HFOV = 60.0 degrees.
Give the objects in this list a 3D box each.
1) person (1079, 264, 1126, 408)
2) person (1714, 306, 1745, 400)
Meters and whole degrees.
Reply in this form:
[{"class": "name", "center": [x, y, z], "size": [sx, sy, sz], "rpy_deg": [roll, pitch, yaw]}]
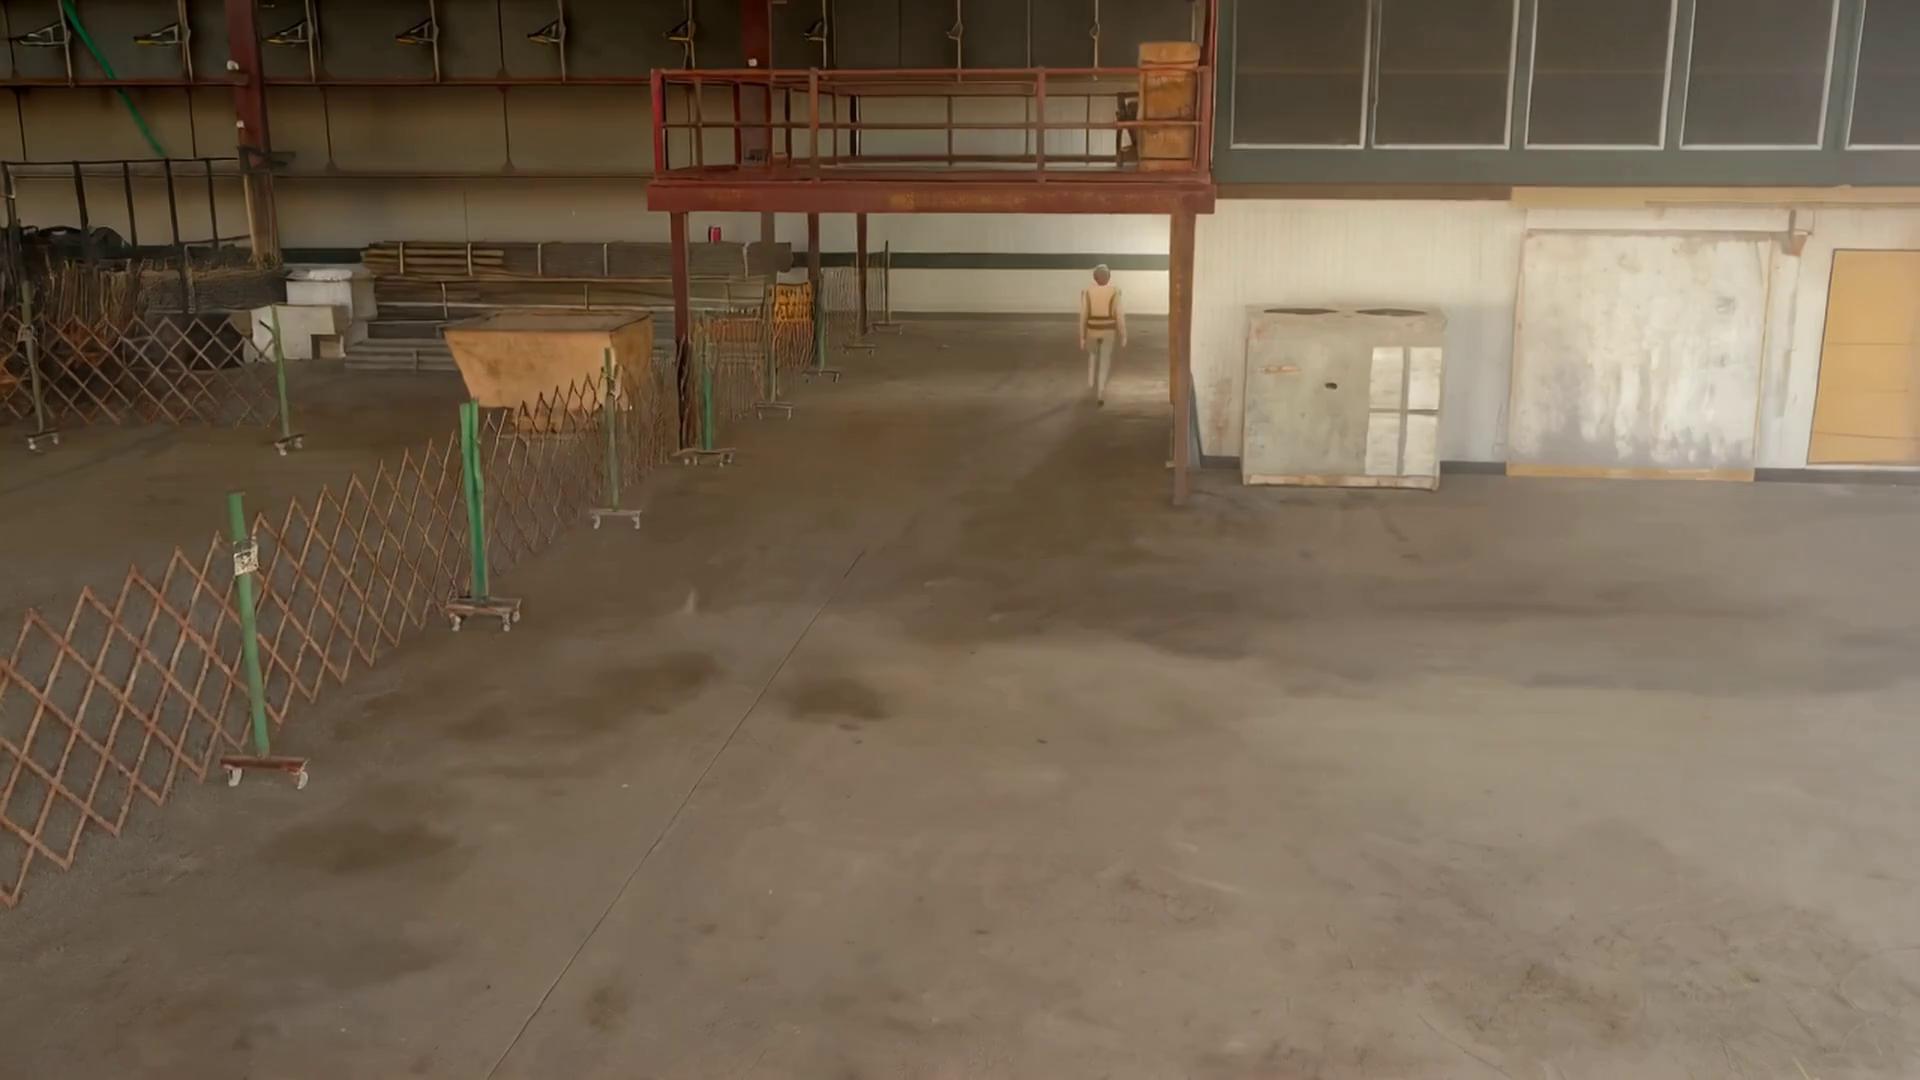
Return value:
[{"class": "person", "center": [1.901, -2.708, 21.987], "size": [0.589, 1.853, 0.793], "rpy_deg": [5, 14, 18]}, {"class": "person", "center": [9.063, -2.201, 19.808], "size": [0.639, 1.904, 0.402], "rpy_deg": [-5, 15, -19]}]
